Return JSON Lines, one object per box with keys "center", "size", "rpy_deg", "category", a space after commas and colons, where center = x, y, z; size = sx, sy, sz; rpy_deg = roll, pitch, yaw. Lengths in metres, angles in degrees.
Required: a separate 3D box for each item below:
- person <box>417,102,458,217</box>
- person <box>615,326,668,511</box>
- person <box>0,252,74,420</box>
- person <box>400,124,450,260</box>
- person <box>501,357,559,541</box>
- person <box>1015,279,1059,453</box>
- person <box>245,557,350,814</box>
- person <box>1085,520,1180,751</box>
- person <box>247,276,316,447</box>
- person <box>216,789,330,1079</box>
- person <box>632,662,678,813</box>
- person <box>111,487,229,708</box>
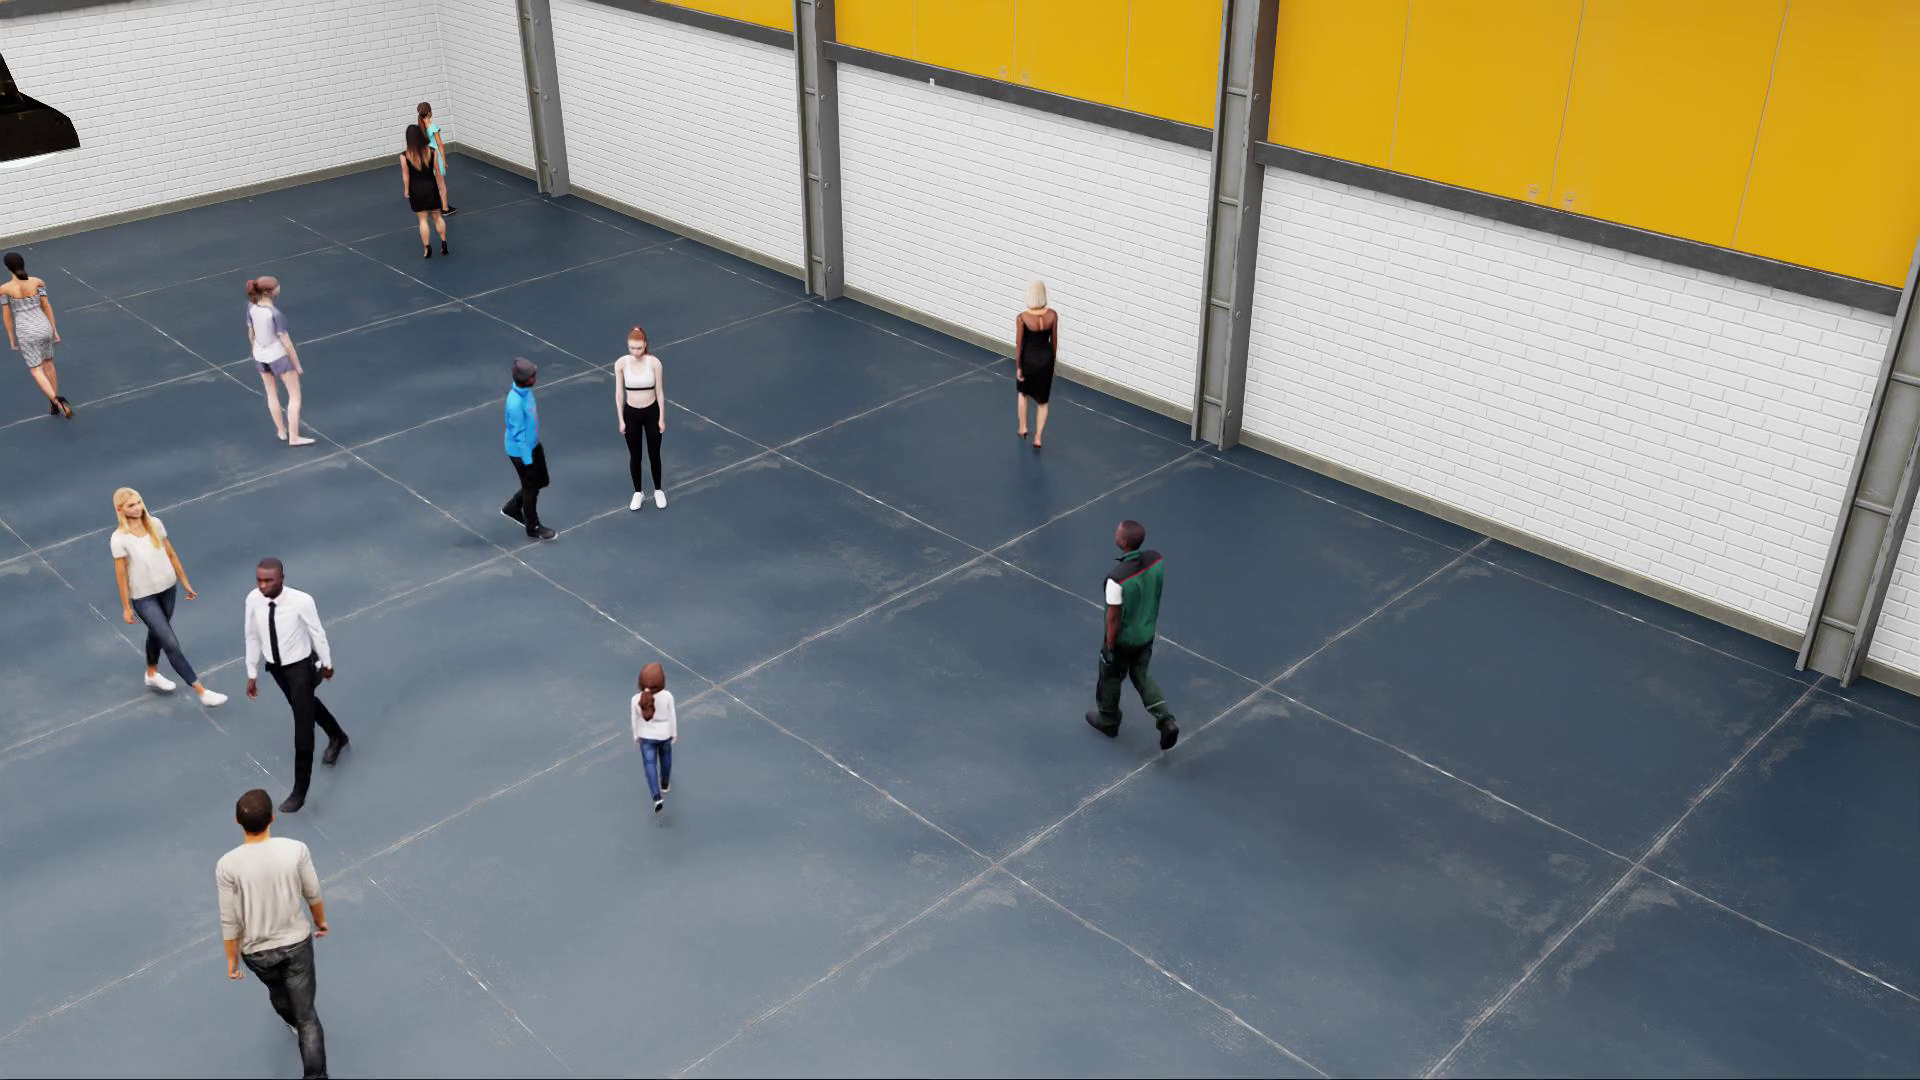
{"center": [-7.284, -5.274, 22.981], "size": [0.613, 1.558, 0.700], "rpy_deg": [8, 30, 15], "category": "person"}
{"center": [-2.896, -1.119, 15.161], "size": [0.671, 1.752, 0.705], "rpy_deg": [-4, 29, -7], "category": "person"}
{"center": [-9.250, -1.987, 16.705], "size": [0.623, 1.798, 0.993], "rpy_deg": [-24, 36, -36], "category": "person"}
{"center": [-6.870, -4.469, 21.340], "size": [0.710, 1.715, 0.666], "rpy_deg": [-18, 33, -29], "category": "person"}
{"center": [-3.883, -0.775, 14.504], "size": [0.946, 1.778, 0.885], "rpy_deg": [-1, 29, -2], "category": "person"}
{"center": [0.764, -1.660, 16.179], "size": [0.787, 1.728, 0.853], "rpy_deg": [-3, 29, -6], "category": "person"}
{"center": [-4.548, 0.869, 11.480], "size": [1.251, 1.787, 1.171], "rpy_deg": [6, 29, 10], "category": "person"}
{"center": [1.262, 0.707, 11.745], "size": [0.774, 1.818, 1.086], "rpy_deg": [-21, 35, -34], "category": "person"}
{"center": [-6.788, -1.782, 16.383], "size": [0.731, 1.745, 0.853], "rpy_deg": [0, 29, 0], "category": "person"}
{"center": [-3.668, 2.261, 8.977], "size": [0.990, 1.739, 1.269], "rpy_deg": [-12, 31, -21], "category": "person"}
{"center": [-2.080, 1.339, 11.339], "size": [0.661, 1.096, 0.795], "rpy_deg": [-6, 29, -11], "category": "person"}
{"center": [-6.036, 0.421, 12.329], "size": [1.207, 1.760, 0.911], "rpy_deg": [11, 31, 20], "category": "person"}
